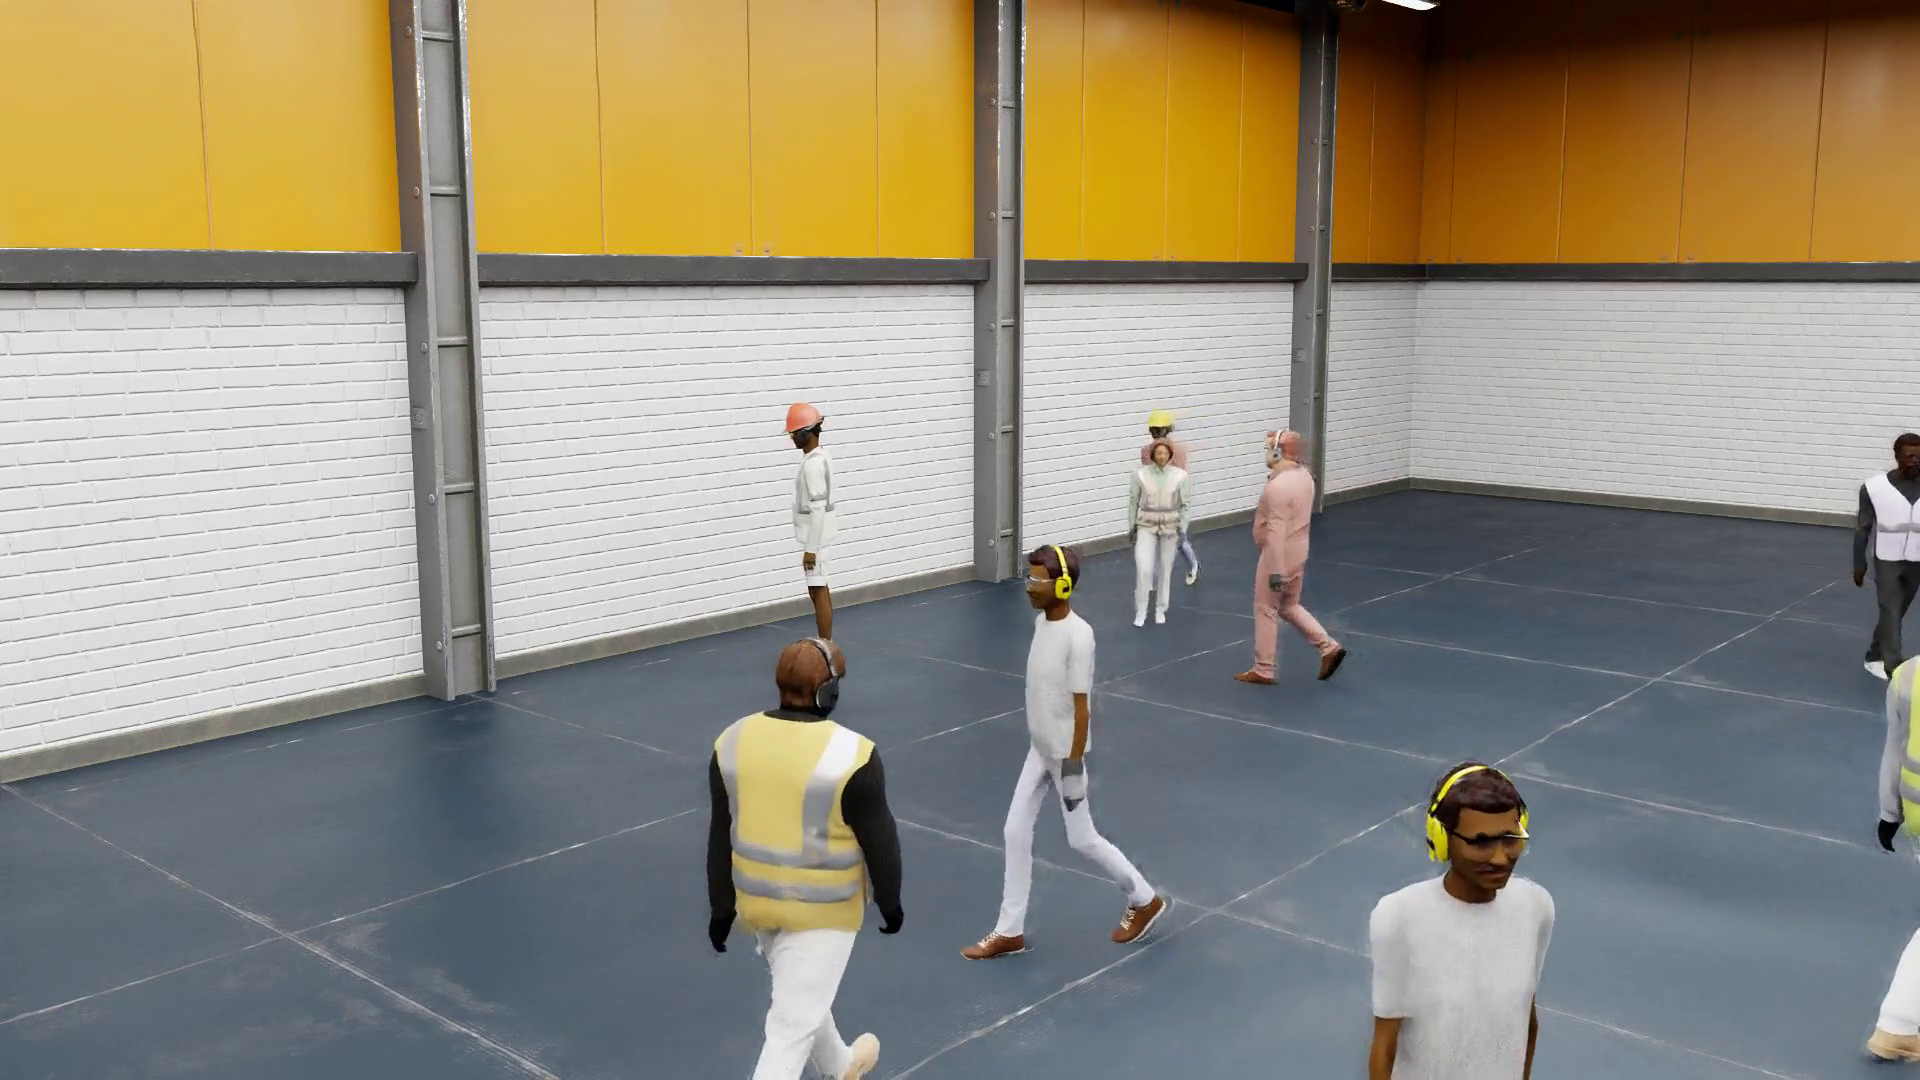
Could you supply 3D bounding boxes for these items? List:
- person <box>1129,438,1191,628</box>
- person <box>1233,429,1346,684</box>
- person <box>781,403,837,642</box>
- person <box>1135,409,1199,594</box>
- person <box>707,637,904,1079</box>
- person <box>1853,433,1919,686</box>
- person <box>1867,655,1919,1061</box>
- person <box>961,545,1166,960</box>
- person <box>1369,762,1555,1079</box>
[{"bbox_3d":[1.684,-0.056,14.059,0.512,1.612,0.643,1,9,4],"label":"person"},{"bbox_3d":[2.387,0.137,12.010,0.686,1.888,0.640,6,11,33],"label":"person"},{"bbox_3d":[-1.122,-0.009,12.442,0.401,2.033,0.605,0,9,-1],"label":"person"},{"bbox_3d":[1.950,-0.378,15.680,0.531,1.738,0.797,7,12,39],"label":"person"},{"bbox_3d":[-0.497,1.210,5.552,0.627,1.787,1.012,5,11,31],"label":"person"},{"bbox_3d":[6.780,0.154,11.975,0.604,1.863,1.027,1,9,5],"label":"person"},{"bbox_3d":[3.869,1.085,6.346,0.978,1.791,0.648,-3,10,-20],"label":"person"},{"bbox_3d":[0.489,0.918,7.250,0.919,1.839,0.531,-3,10,-21],"label":"person"},{"bbox_3d":[1.177,1.432,3.956,0.522,1.854,0.429,-1,9,-9],"label":"person"}]
